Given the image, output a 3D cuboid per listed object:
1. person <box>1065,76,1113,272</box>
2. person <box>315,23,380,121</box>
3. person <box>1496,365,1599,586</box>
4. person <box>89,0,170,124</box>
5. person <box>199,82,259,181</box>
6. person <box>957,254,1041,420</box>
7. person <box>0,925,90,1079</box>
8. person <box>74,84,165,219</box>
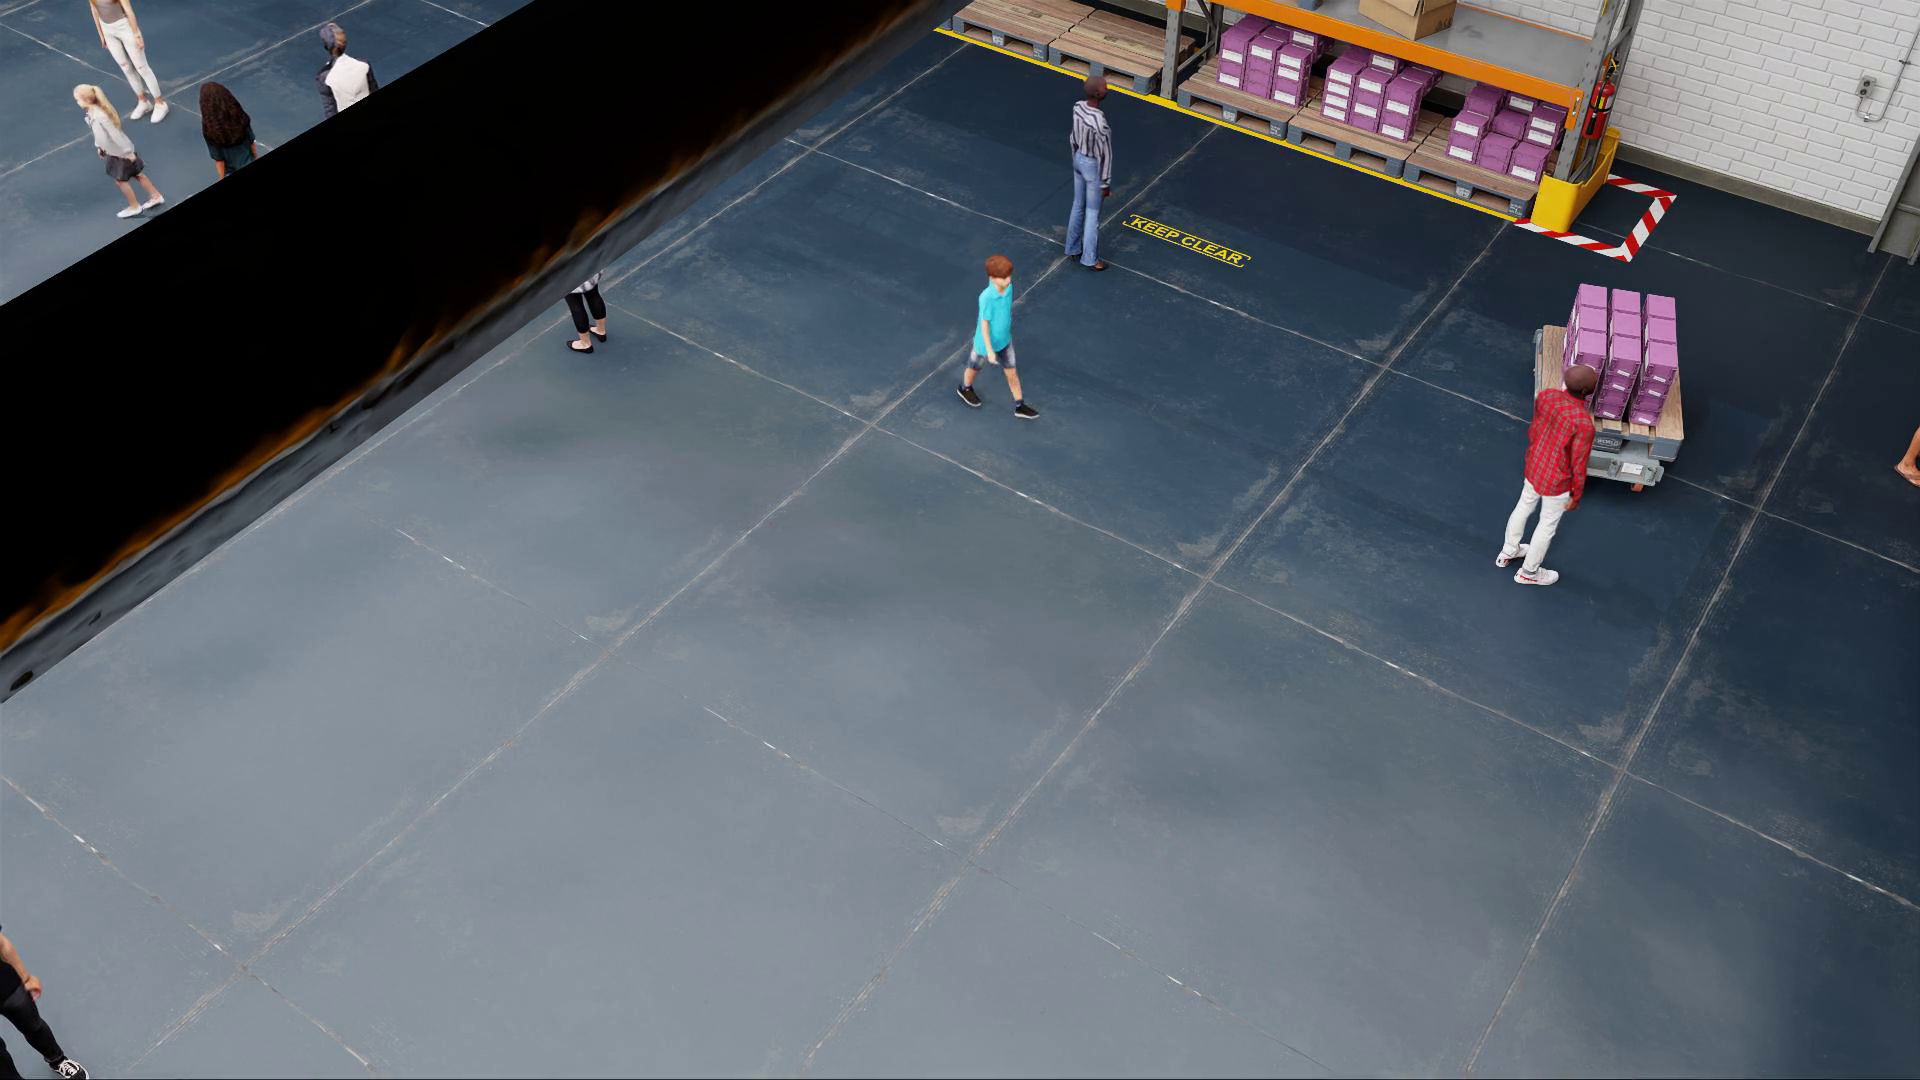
[{"bbox_3d":[1.099,-3.103,14.079,0.753,1.796,0.609,-22,48,-22],"label":"person"},{"bbox_3d":[-5.250,-3.591,14.523,0.737,1.891,0.677,-31,52,-29],"label":"person"},{"bbox_3d":[4.014,-0.462,11.290,0.820,1.820,0.701,-17,46,-17],"label":"person"},{"bbox_3d":[-8.055,-4.871,15.991,0.590,1.718,0.721,8,44,8],"label":"person"},{"bbox_3d":[-6.191,-3.183,14.293,0.591,1.617,0.597,28,50,26],"label":"person"},{"bbox_3d":[0.194,-1.575,12.754,0.663,1.411,1.004,-33,53,-30],"label":"person"},{"bbox_3d":[-4.937,2.290,8.390,0.562,1.835,0.664,32,52,29],"label":"person"},{"bbox_3d":[-7.484,-3.506,14.903,0.680,1.244,0.666,-35,53,-31],"label":"person"}]
